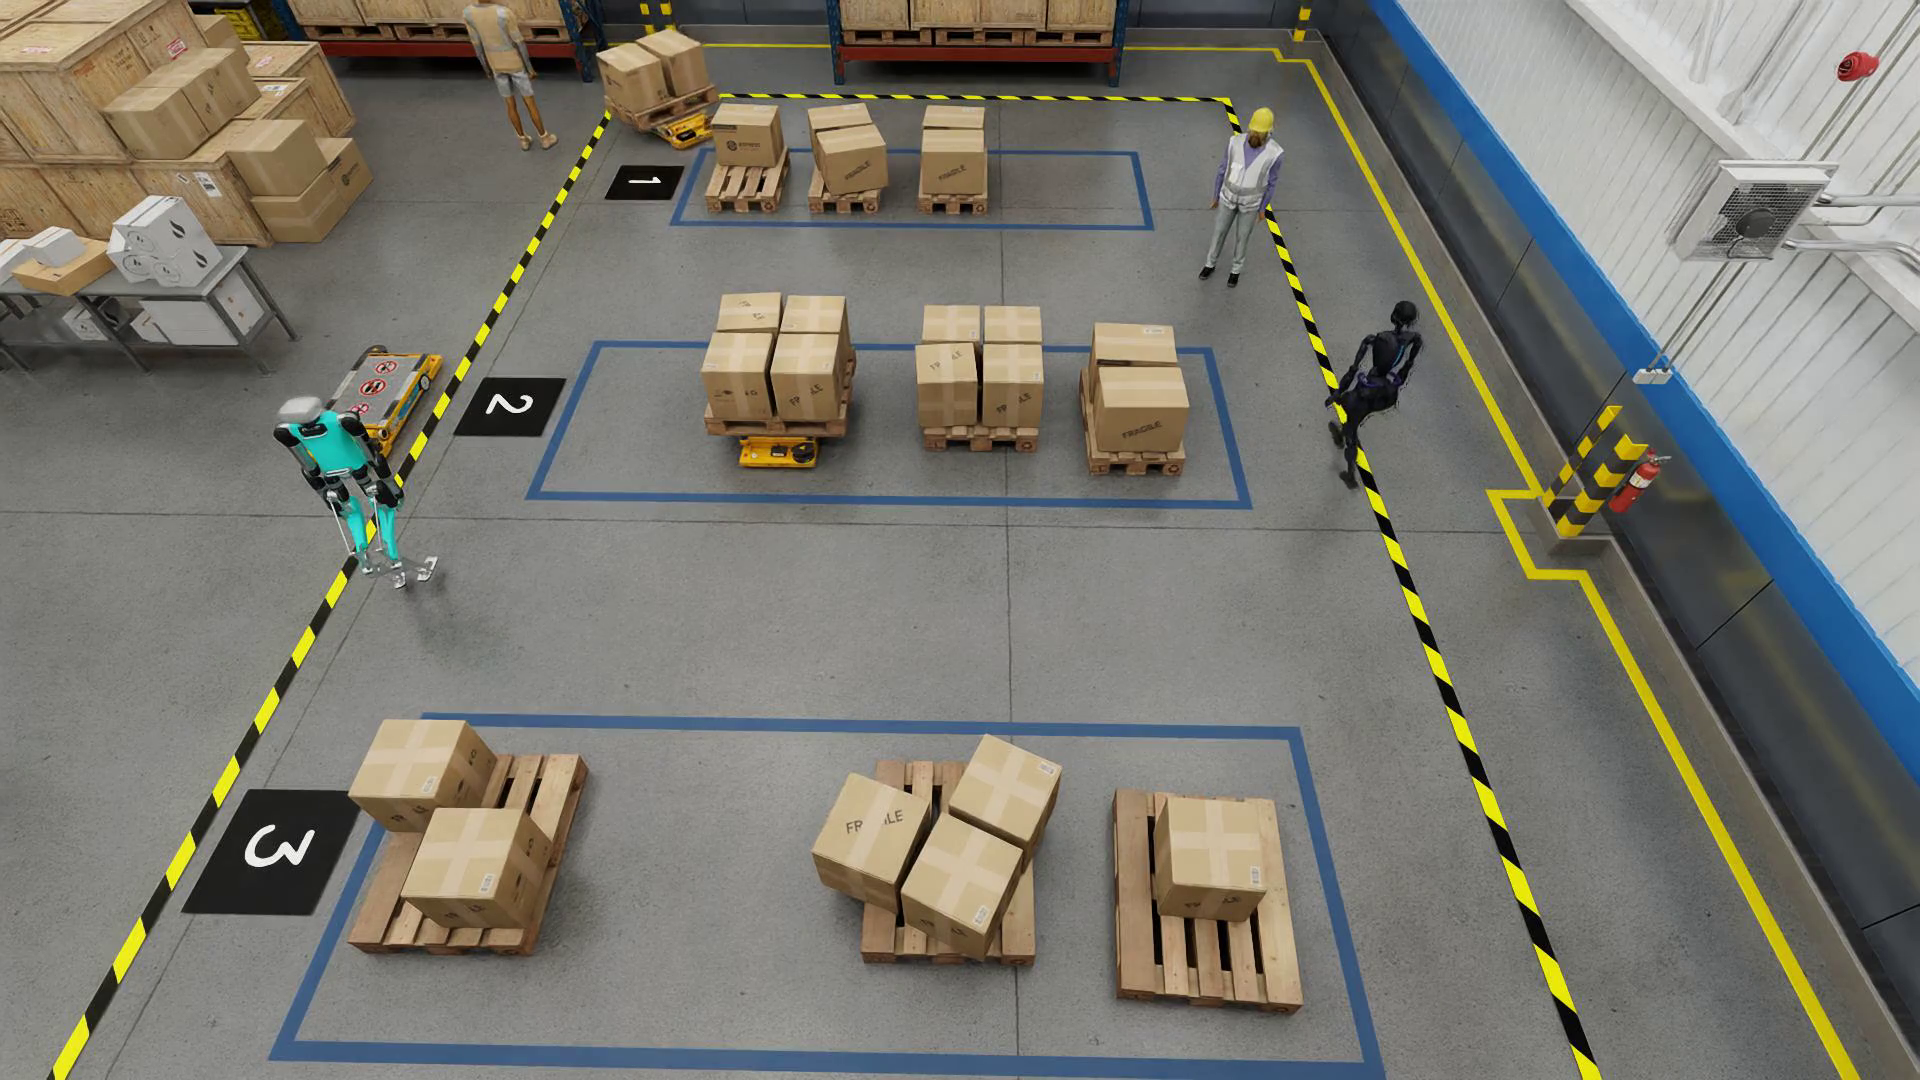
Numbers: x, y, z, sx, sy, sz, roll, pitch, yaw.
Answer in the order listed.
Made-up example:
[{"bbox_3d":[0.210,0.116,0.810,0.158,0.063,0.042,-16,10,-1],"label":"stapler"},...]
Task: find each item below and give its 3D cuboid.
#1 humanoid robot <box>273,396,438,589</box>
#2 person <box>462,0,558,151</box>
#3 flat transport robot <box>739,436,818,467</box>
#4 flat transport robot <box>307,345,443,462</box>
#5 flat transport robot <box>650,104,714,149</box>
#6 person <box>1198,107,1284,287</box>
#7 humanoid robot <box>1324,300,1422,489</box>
[{"bbox_3d":[-4.274,-0.201,6.490,0.533,1.672,0.735,-11,51,-9],"label":"humanoid robot"},{"bbox_3d":[-5.467,-5.748,11.073,0.606,2.039,0.391,0,50,0],"label":"person"},{"bbox_3d":[-1.582,-1.235,8.394,0.652,0.197,1.431,1,50,1],"label":"flat transport robot"},{"bbox_3d":[-5.383,-1.269,8.441,0.659,0.231,1.431,1,50,1],"label":"flat transport robot"},{"bbox_3d":[-3.849,-5.590,12.079,1.431,0.197,0.652,37,59,27],"label":"flat transport robot"},{"bbox_3d":[2.831,-3.435,9.246,0.589,1.837,0.404,21,53,17],"label":"person"},{"bbox_3d":[3.352,-1.219,7.514,0.609,1.634,0.792,-7,50,-6],"label":"humanoid robot"}]
